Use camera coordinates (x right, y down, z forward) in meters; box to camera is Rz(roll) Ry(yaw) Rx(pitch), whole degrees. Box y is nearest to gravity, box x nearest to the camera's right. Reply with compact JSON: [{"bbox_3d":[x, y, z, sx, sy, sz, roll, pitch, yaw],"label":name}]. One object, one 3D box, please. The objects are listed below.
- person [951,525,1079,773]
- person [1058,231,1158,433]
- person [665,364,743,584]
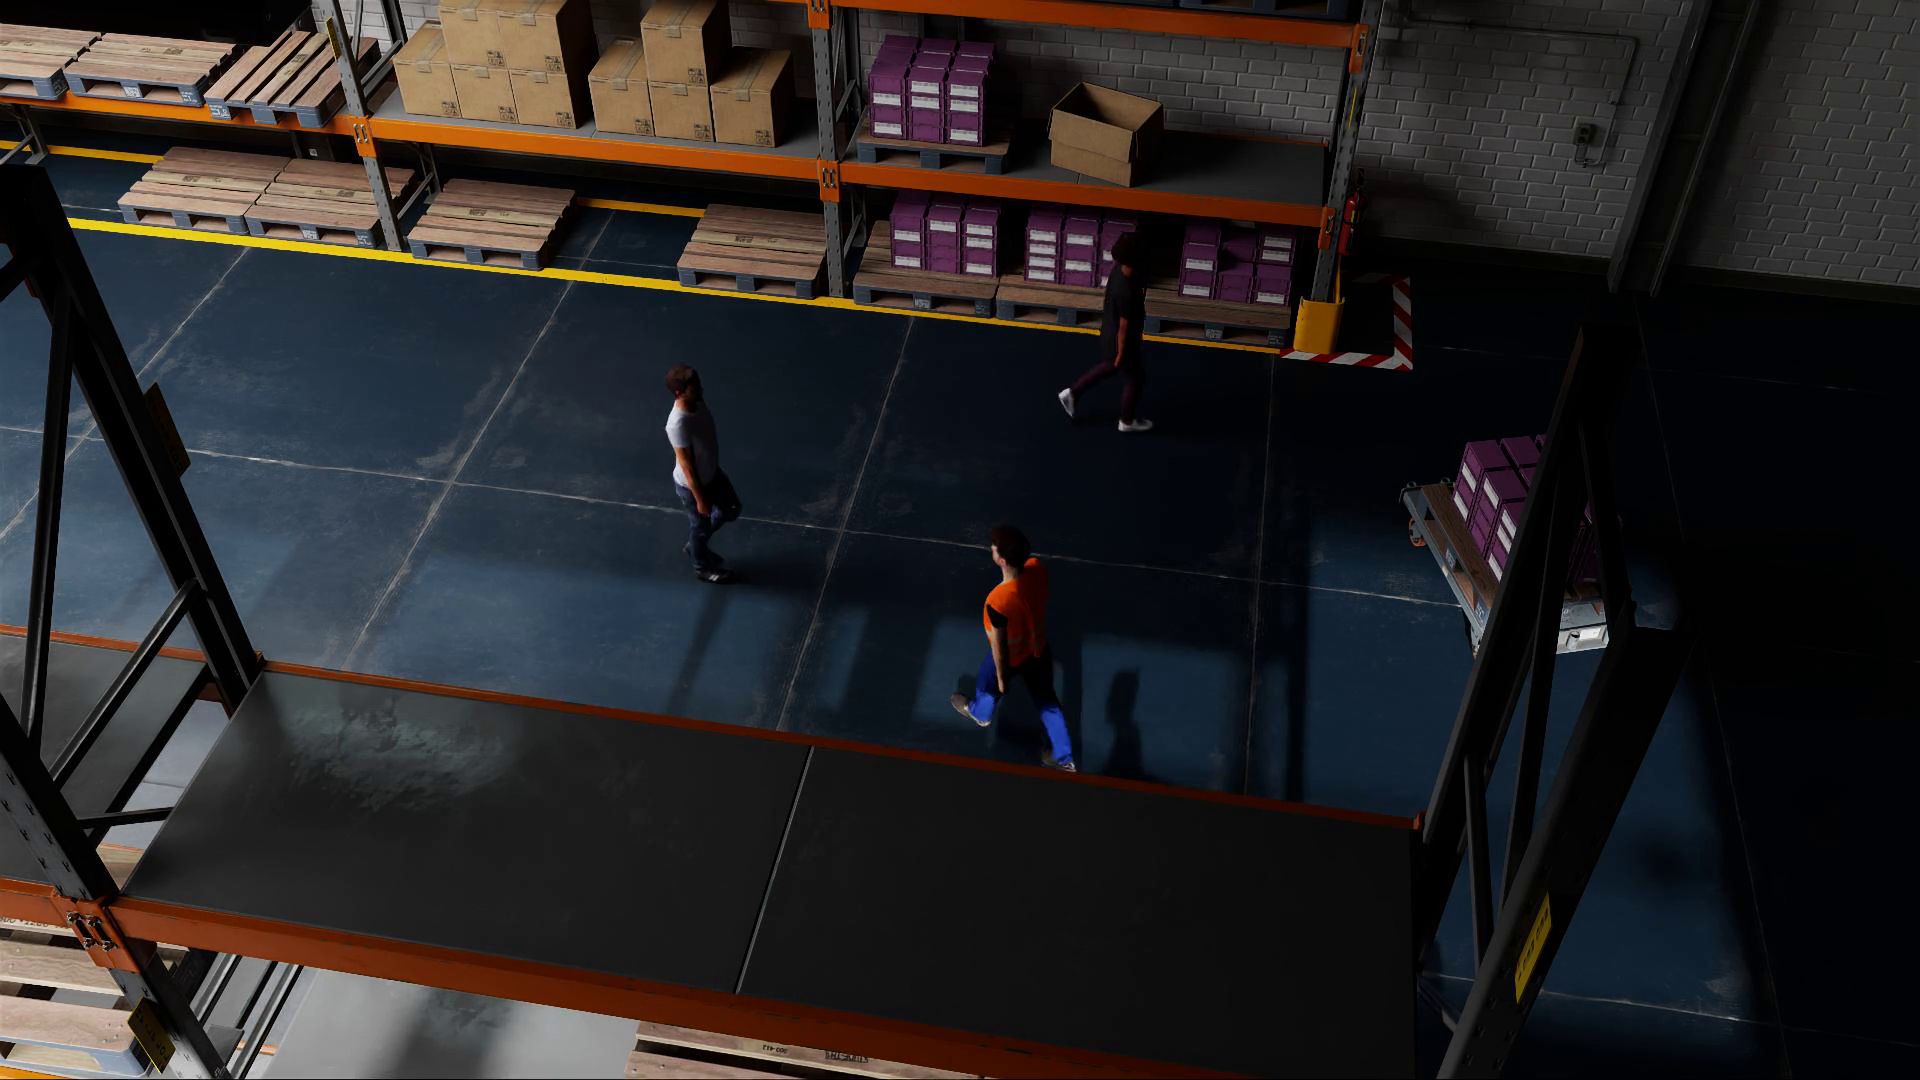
[{"bbox_3d":[0.428,0.703,9.933,1.148,1.837,1.325,-34,53,-30],"label":"person"},{"bbox_3d":[1.126,-1.520,12.322,1.053,1.760,0.826,-6,44,-6],"label":"person"},{"bbox_3d":[-1.831,-0.414,11.092,0.652,1.855,0.625,7,44,7],"label":"person"}]
